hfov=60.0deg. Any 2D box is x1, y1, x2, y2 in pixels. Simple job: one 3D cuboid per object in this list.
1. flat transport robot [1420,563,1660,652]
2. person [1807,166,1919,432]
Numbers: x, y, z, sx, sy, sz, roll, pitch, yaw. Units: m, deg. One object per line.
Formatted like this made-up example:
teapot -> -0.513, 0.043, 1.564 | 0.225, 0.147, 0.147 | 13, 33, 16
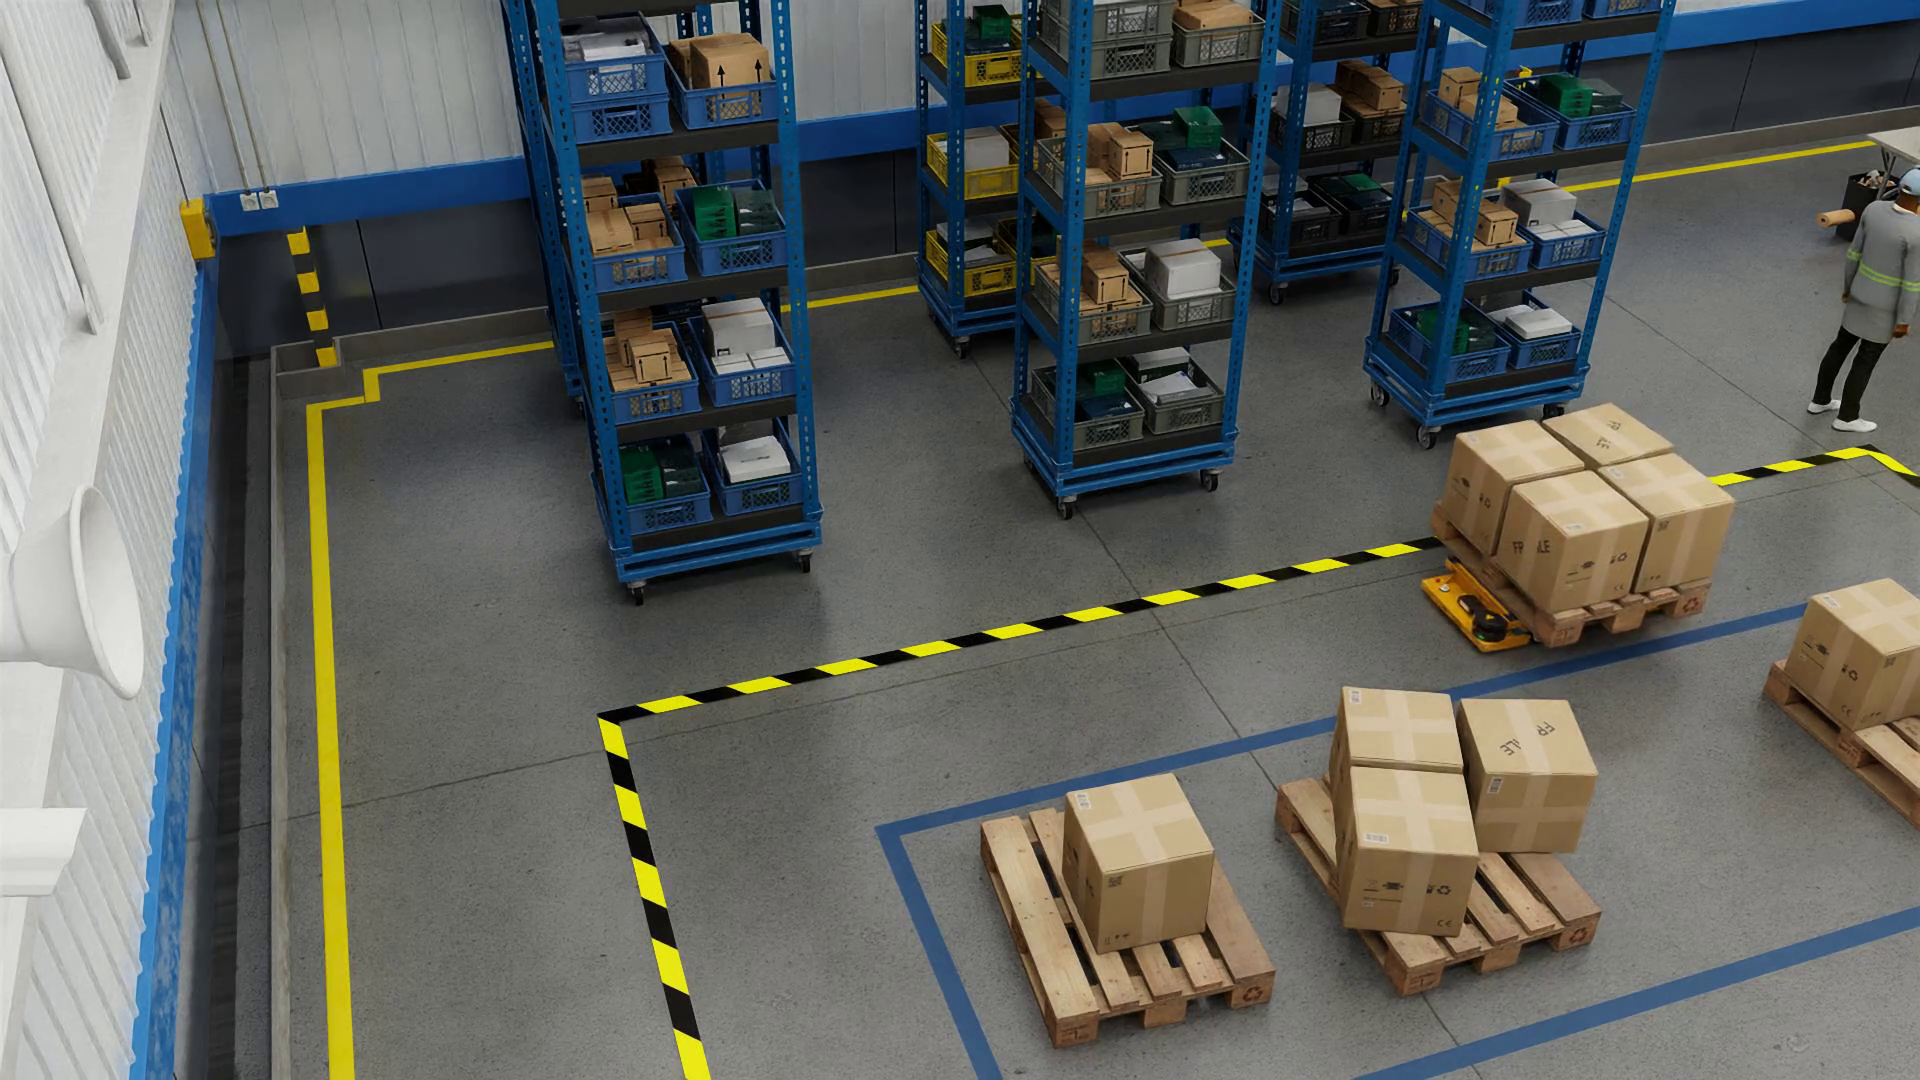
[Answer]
flat transport robot -> 3.486, 0.253, 9.673 | 1.431, 0.197, 0.652 | -11, 37, -15
person -> 6.037, -1.581, 10.922 | 0.363, 1.852, 0.596 | -10, 36, -13
